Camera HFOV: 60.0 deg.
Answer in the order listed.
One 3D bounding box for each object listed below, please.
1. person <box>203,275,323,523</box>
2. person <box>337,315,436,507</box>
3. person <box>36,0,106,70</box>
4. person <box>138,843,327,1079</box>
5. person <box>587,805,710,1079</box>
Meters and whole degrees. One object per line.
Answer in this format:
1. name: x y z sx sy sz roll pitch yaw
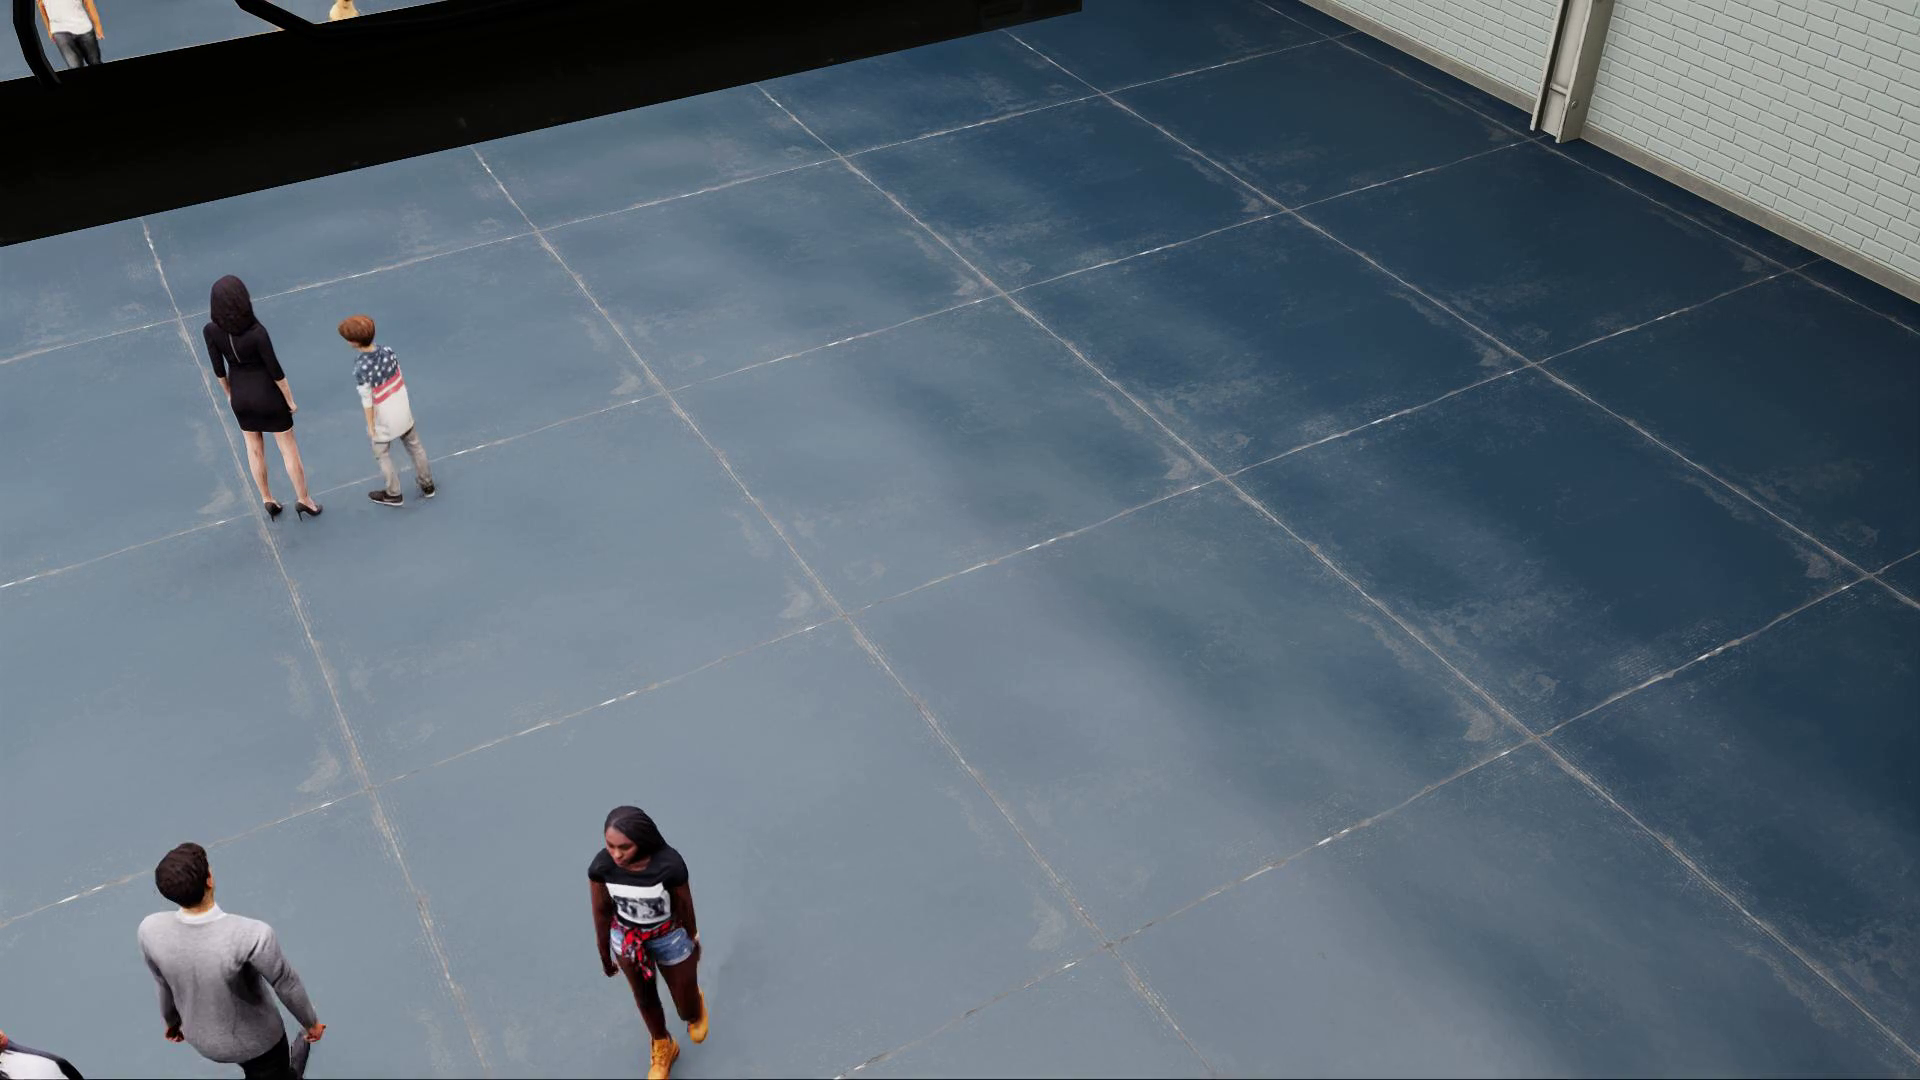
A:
1. person: -4.580 -0.894 10.861 0.660 1.805 0.677 4 38 5
2. person: -3.811 -0.867 11.129 0.717 1.431 0.663 21 43 25
3. person: -8.563 -4.943 16.068 0.663 1.766 1.134 -19 42 -22
4. person: -3.076 2.109 6.964 1.175 1.878 1.274 7 39 8
5. person: -1.375 1.767 7.531 0.793 1.716 0.863 2 38 2
